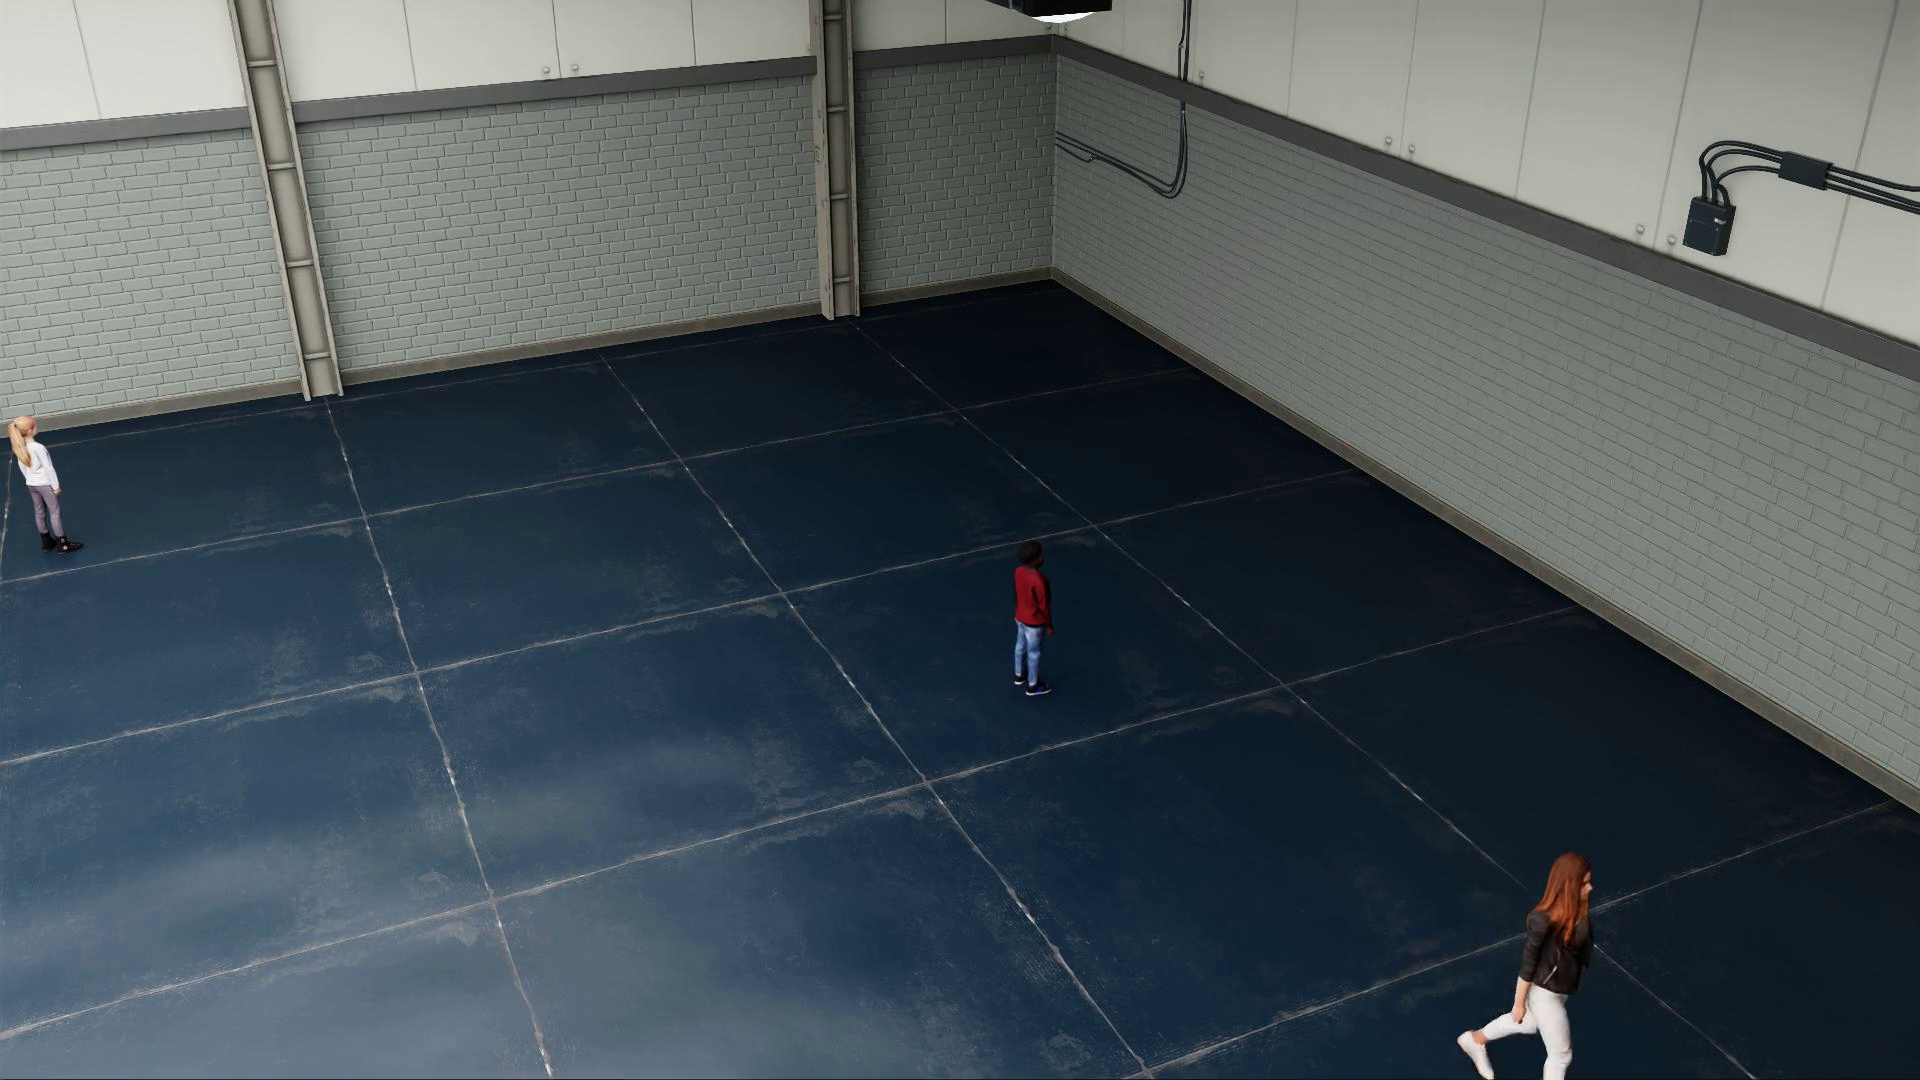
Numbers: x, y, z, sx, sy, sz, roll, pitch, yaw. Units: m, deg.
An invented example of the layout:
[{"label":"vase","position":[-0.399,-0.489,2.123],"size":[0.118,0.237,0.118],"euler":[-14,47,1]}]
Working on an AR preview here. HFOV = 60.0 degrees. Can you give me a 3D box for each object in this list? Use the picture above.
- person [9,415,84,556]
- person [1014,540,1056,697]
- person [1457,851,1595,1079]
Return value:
[{"label":"person","position":[-7.990,-0.488,14.450],"size":[0.581,1.279,0.638],"euler":[10,29,19]},{"label":"person","position":[0.521,0.582,12.398],"size":[0.517,1.255,0.530],"euler":[-16,31,-28]},{"label":"person","position":[2.991,2.284,8.634],"size":[1.104,1.675,0.891],"euler":[-23,35,-38]}]
